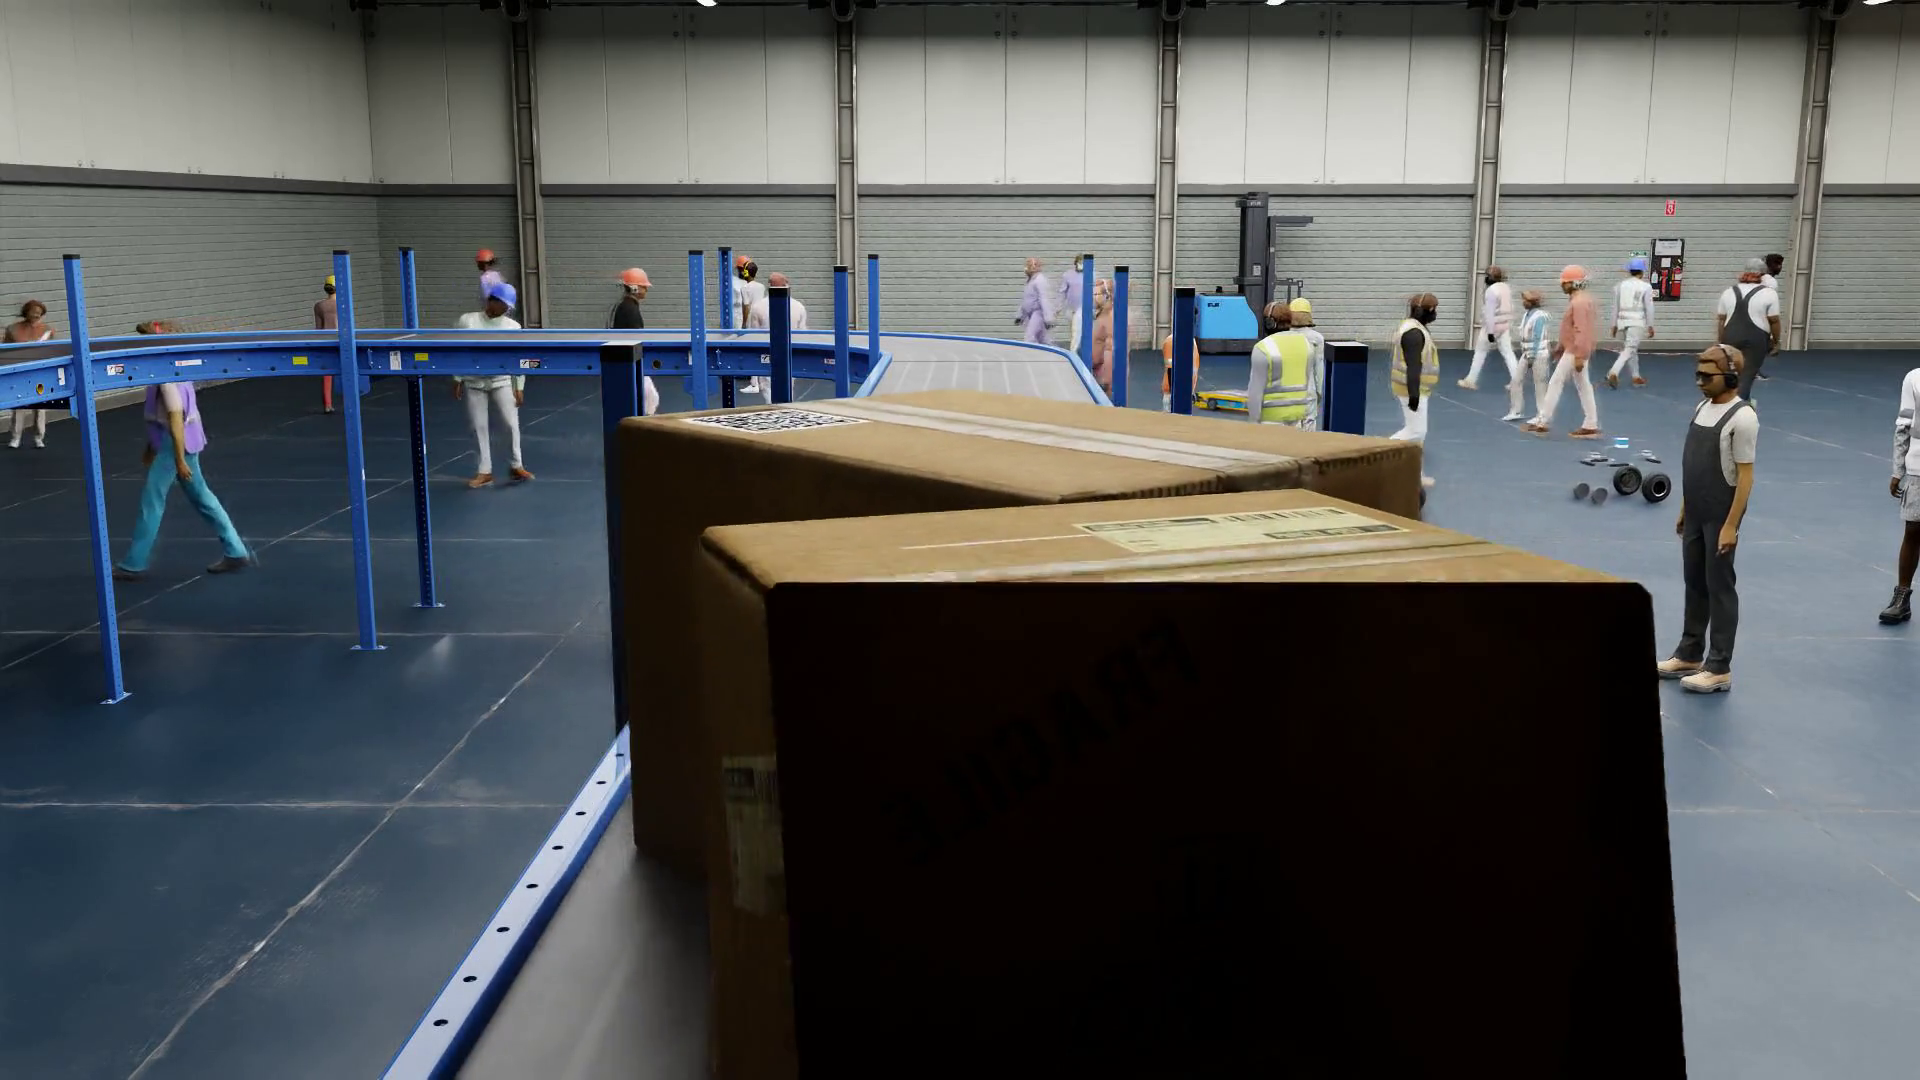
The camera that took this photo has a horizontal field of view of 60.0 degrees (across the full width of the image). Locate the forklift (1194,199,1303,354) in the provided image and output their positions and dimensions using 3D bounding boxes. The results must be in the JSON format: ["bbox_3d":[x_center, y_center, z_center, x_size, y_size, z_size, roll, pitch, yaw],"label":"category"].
[{"bbox_3d":[5.313,-4.851,30.603,1.873,2.768,1.129,0,11,1],"label":"forklift"}]

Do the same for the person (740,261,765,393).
[{"bbox_3d":[-2.983,-3.046,23.821,0.335,1.873,0.520,7,13,30],"label":"person"}]

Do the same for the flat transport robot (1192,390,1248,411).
[{"bbox_3d":[3.736,-1.800,21.648,0.652,0.197,1.431,-8,14,-36],"label":"flat transport robot"}]

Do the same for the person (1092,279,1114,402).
[{"bbox_3d":[1.380,-1.645,16.570,0.650,1.882,0.666,-1,11,-7],"label":"person"}]

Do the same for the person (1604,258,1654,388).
[{"bbox_3d":[9.853,-3.187,24.454,0.950,1.917,0.613,-6,12,-26],"label":"person"}]

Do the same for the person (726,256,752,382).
[{"bbox_3d":[-3.276,-3.392,25.512,0.817,1.899,0.567,10,15,41],"label":"person"}]

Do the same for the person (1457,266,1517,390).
[{"bbox_3d":[7.812,-3.084,24.251,0.629,1.797,0.991,-9,14,-39],"label":"person"}]

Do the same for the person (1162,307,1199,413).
[{"bbox_3d":[2.101,-1.405,15.841,0.319,1.693,0.533,6,13,29],"label":"person"}]

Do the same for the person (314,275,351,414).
[{"bbox_3d":[-8.001,-2.507,21.350,0.522,1.759,0.349,1,11,8],"label":"person"}]

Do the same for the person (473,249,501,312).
[{"bbox_3d":[-7.493,-3.657,26.663,1.053,1.999,0.612,2,11,12],"label":"person"}]

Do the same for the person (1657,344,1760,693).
[{"bbox_3d":[3.995,-0.122,8.865,0.346,1.844,0.507,-2,11,-8],"label":"person"}]

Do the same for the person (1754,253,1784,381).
[{"bbox_3d":[12.331,-3.405,25.467,0.410,1.952,0.629,1,11,4],"label":"person"}]

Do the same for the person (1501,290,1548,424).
[{"bbox_3d":[6.875,-2.212,20.166,0.620,1.616,0.534,-1,11,-7],"label":"person"}]

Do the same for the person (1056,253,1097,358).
[{"bbox_3d":[2.051,-3.952,28.410,0.646,1.902,0.917,7,13,31],"label":"person"}]

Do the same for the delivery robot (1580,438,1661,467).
[{"bbox_3d":[5.901,-0.794,14.832,0.698,0.223,0.335,-3,11,-13],"label":"delivery robot"}]

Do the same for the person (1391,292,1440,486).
[{"bbox_3d":[4.132,-1.387,15.419,0.601,1.820,0.668,4,12,19],"label":"person"}]

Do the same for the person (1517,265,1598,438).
[{"bbox_3d":[6.853,-2.137,18.931,0.977,1.945,0.633,5,12,24],"label":"person"}]

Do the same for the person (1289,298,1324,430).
[{"bbox_3d":[3.226,-1.436,15.897,0.484,1.735,0.311,3,11,13],"label":"person"}]

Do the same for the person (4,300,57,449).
[{"bbox_3d":[-10.065,-1.790,18.045,0.569,1.601,0.339,-5,12,-23],"label":"person"}]

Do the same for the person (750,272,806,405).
[{"bbox_3d":[-2.028,-2.055,18.692,0.656,1.887,0.664,-4,12,-22],"label":"person"}]

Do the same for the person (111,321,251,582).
[{"bbox_3d":[-5.495,-0.624,11.566,0.974,1.797,0.568,-3,12,-17],"label":"person"}]

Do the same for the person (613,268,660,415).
[{"bbox_3d":[-3.349,-1.830,17.288,0.602,1.970,0.645,-3,12,-17],"label":"person"}]

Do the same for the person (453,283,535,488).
[{"bbox_3d":[-4.375,-1.441,15.538,0.715,1.895,0.399,-2,11,-10],"label":"person"}]

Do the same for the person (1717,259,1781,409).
[{"bbox_3d":[9.760,-2.465,20.504,1.041,2.000,0.695,-9,14,-38],"label":"person"}]

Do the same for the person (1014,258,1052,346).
[{"bbox_3d":[1.122,-3.517,26.283,1.014,1.848,0.675,-2,11,-10],"label":"person"}]

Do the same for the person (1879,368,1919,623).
[{"bbox_3d":[5.979,-0.419,10.145,0.549,1.936,0.377,10,15,43],"label":"person"}]

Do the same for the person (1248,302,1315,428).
[{"bbox_3d":[2.531,-0.982,13.326,0.627,1.837,0.428,-7,13,-31],"label":"person"}]
